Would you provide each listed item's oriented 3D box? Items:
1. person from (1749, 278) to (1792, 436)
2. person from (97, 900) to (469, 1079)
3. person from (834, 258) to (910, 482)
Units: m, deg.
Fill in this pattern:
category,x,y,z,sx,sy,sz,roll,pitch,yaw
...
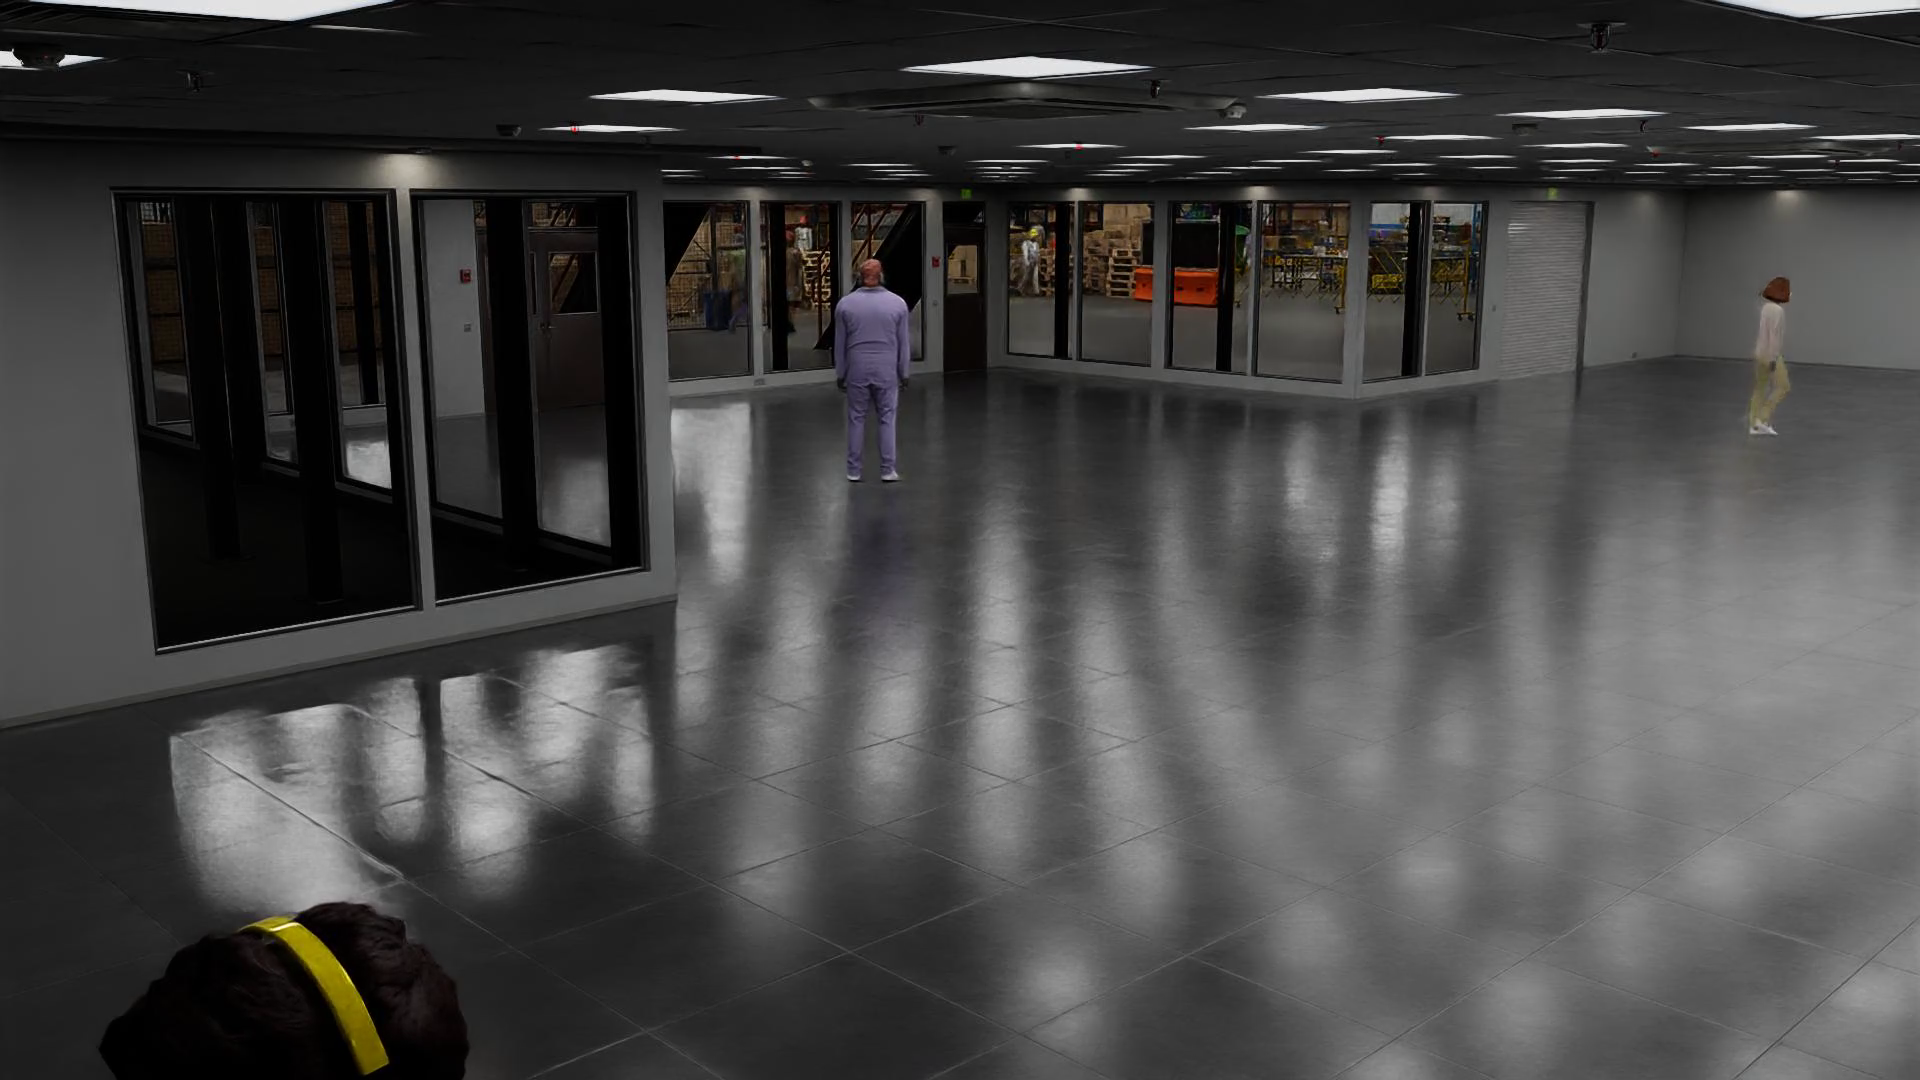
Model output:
category,x,y,z,sx,sy,sz,roll,pitch,yaw
person,8.306,-1.860,16.980,0.386,1.616,0.530,2,11,10
person,-0.421,1.160,1.298,0.501,1.862,0.328,9,14,38
person,-0.744,-1.437,14.183,0.647,1.902,0.398,0,11,0
